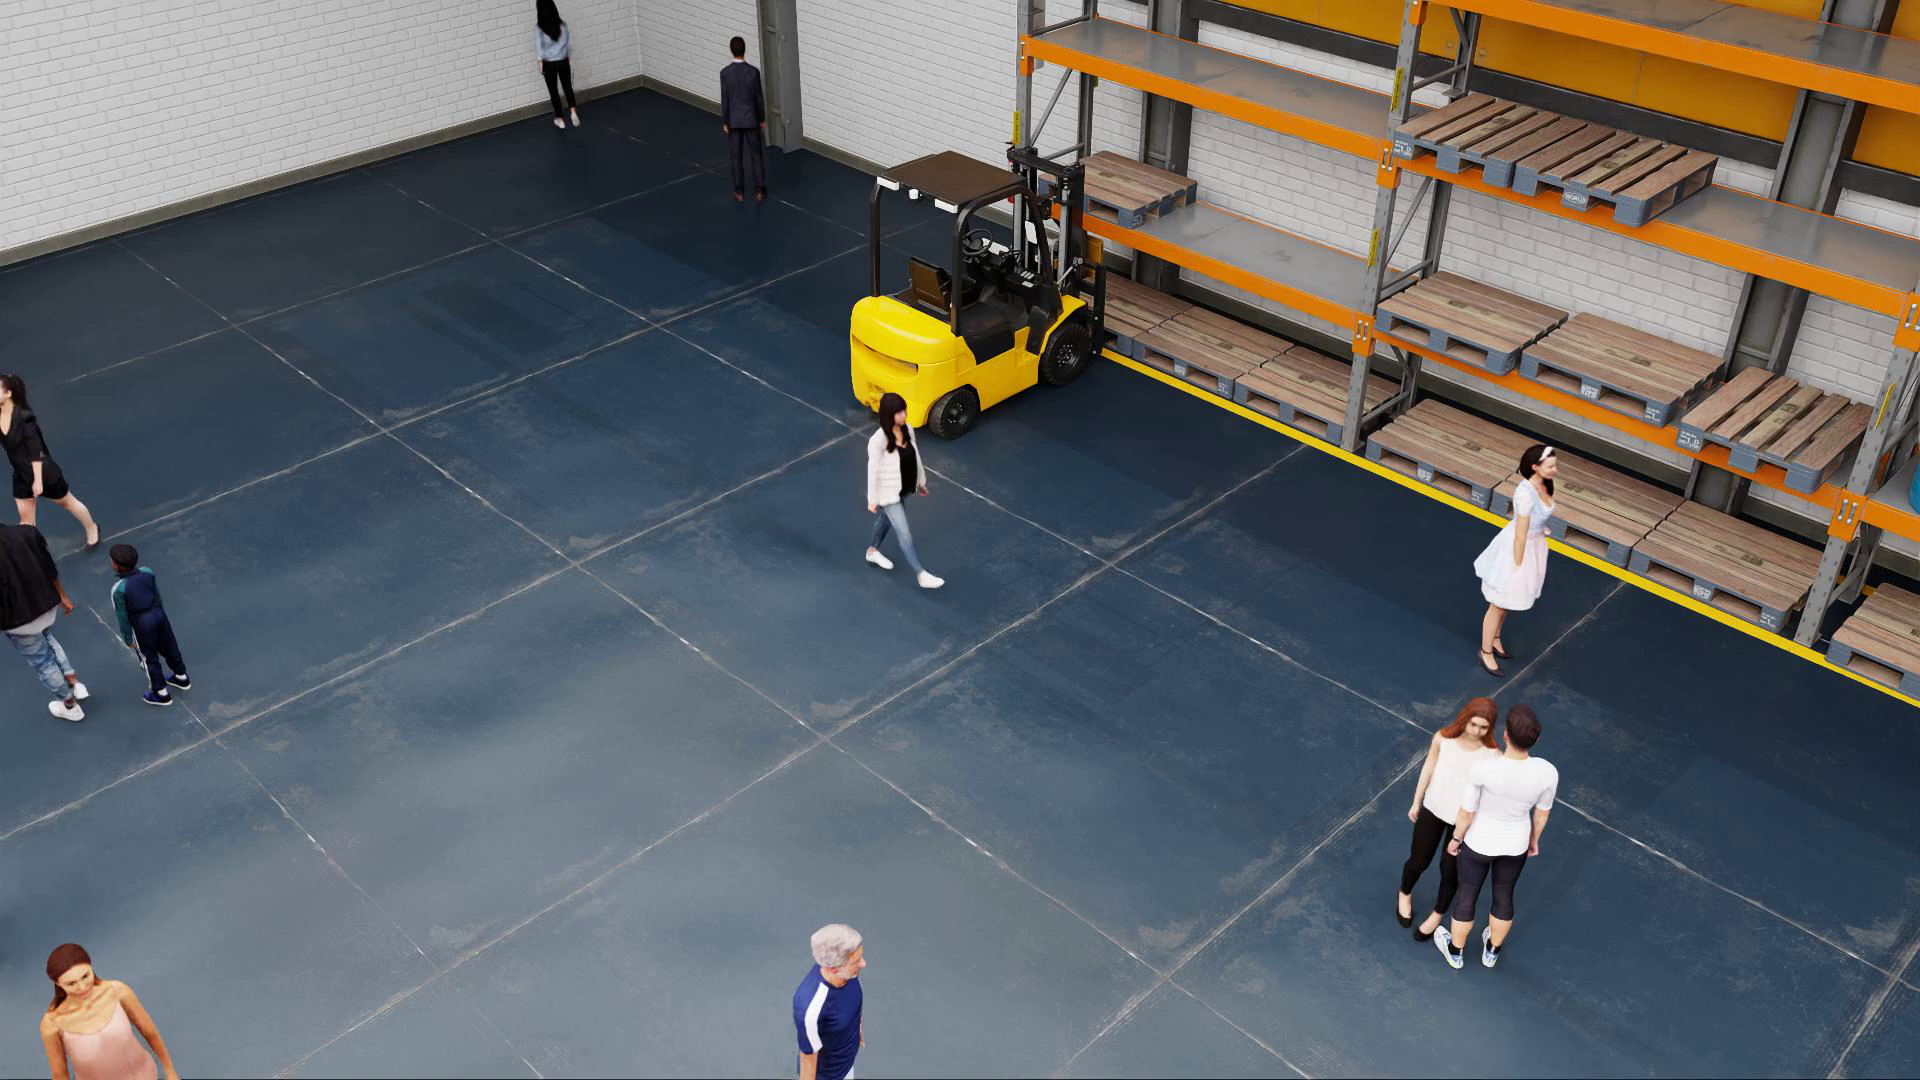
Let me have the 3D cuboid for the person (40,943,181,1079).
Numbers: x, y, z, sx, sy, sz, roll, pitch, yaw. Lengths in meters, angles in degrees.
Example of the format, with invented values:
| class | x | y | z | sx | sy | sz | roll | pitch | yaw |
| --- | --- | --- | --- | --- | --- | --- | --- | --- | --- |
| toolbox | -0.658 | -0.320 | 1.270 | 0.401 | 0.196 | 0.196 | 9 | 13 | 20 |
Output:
| class | x | y | z | sx | sy | sz | roll | pitch | yaw |
| --- | --- | --- | --- | --- | --- | --- | --- | --- | --- |
| person | -4.077 | 2.559 | 7.984 | 0.644 | 1.819 | 0.610 | 28 | 43 | 35 |

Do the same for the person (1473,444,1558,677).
| class | x | y | z | sx | sy | sz | roll | pitch | yaw |
| --- | --- | --- | --- | --- | --- | --- | --- | --- | --- |
| person | 3.901 | 0.123 | 11.650 | 0.771 | 1.818 | 0.749 | 21 | 39 | 28 |

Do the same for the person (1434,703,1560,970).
| class | x | y | z | sx | sy | sz | roll | pitch | yaw |
| --- | --- | --- | --- | --- | --- | --- | --- | --- | --- |
| person | 2.998 | 1.674 | 9.286 | 0.740 | 1.853 | 0.803 | 0 | 34 | 1 |

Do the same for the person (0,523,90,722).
| class | x | y | z | sx | sy | sz | roll | pitch | yaw |
| --- | --- | --- | --- | --- | --- | --- | --- | --- | --- |
| person | -6.192 | 0.485 | 11.131 | 0.780 | 1.791 | 0.790 | 16 | 37 | 23 |

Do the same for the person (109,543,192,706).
| class | x | y | z | sx | sy | sz | roll | pitch | yaw |
| --- | --- | --- | --- | --- | --- | --- | --- | --- | --- |
| person | -5.626 | 0.566 | 11.494 | 0.568 | 1.253 | 0.557 | 14 | 36 | 19 |

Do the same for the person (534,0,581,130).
| class | x | y | z | sx | sy | sz | roll | pitch | yaw |
| --- | --- | --- | --- | --- | --- | --- | --- | --- | --- |
| person | -5.059 | -5.983 | 20.941 | 0.720 | 1.702 | 0.905 | -19 | 38 | -26 |

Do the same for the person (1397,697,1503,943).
| class | x | y | z | sx | sy | sz | roll | pitch | yaw |
| --- | --- | --- | --- | --- | --- | --- | --- | --- | --- |
| person | 2.852 | 1.567 | 9.574 | 0.609 | 1.711 | 0.745 | 23 | 40 | 30 |

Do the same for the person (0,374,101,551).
| class | x | y | z | sx | sy | sz | roll | pitch | yaw |
| --- | --- | --- | --- | --- | --- | --- | --- | --- | --- |
| person | -7.016 | -0.528 | 12.784 | 1.055 | 1.647 | 0.927 | 13 | 36 | 18 |

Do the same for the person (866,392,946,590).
| class | x | y | z | sx | sy | sz | roll | pitch | yaw |
| --- | --- | --- | --- | --- | --- | --- | --- | --- | --- |
| person | -0.556 | -0.408 | 12.649 | 1.068 | 1.596 | 0.748 | 21 | 39 | 29 |

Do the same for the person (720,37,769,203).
| class | x | y | z | sx | sy | sz | roll | pitch | yaw |
| --- | --- | --- | --- | --- | --- | --- | --- | --- | --- |
| person | -2.478 | -4.803 | 19.019 | 0.740 | 1.865 | 0.774 | -5 | 34 | -7 |

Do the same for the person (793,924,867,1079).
| class | x | y | z | sx | sy | sz | roll | pitch | yaw |
| --- | --- | --- | --- | --- | --- | --- | --- | --- | --- |
| person | -0.725 | 2.518 | 8.074 | 1.287 | 1.789 | 1.057 | 9 | 35 | 13 |
